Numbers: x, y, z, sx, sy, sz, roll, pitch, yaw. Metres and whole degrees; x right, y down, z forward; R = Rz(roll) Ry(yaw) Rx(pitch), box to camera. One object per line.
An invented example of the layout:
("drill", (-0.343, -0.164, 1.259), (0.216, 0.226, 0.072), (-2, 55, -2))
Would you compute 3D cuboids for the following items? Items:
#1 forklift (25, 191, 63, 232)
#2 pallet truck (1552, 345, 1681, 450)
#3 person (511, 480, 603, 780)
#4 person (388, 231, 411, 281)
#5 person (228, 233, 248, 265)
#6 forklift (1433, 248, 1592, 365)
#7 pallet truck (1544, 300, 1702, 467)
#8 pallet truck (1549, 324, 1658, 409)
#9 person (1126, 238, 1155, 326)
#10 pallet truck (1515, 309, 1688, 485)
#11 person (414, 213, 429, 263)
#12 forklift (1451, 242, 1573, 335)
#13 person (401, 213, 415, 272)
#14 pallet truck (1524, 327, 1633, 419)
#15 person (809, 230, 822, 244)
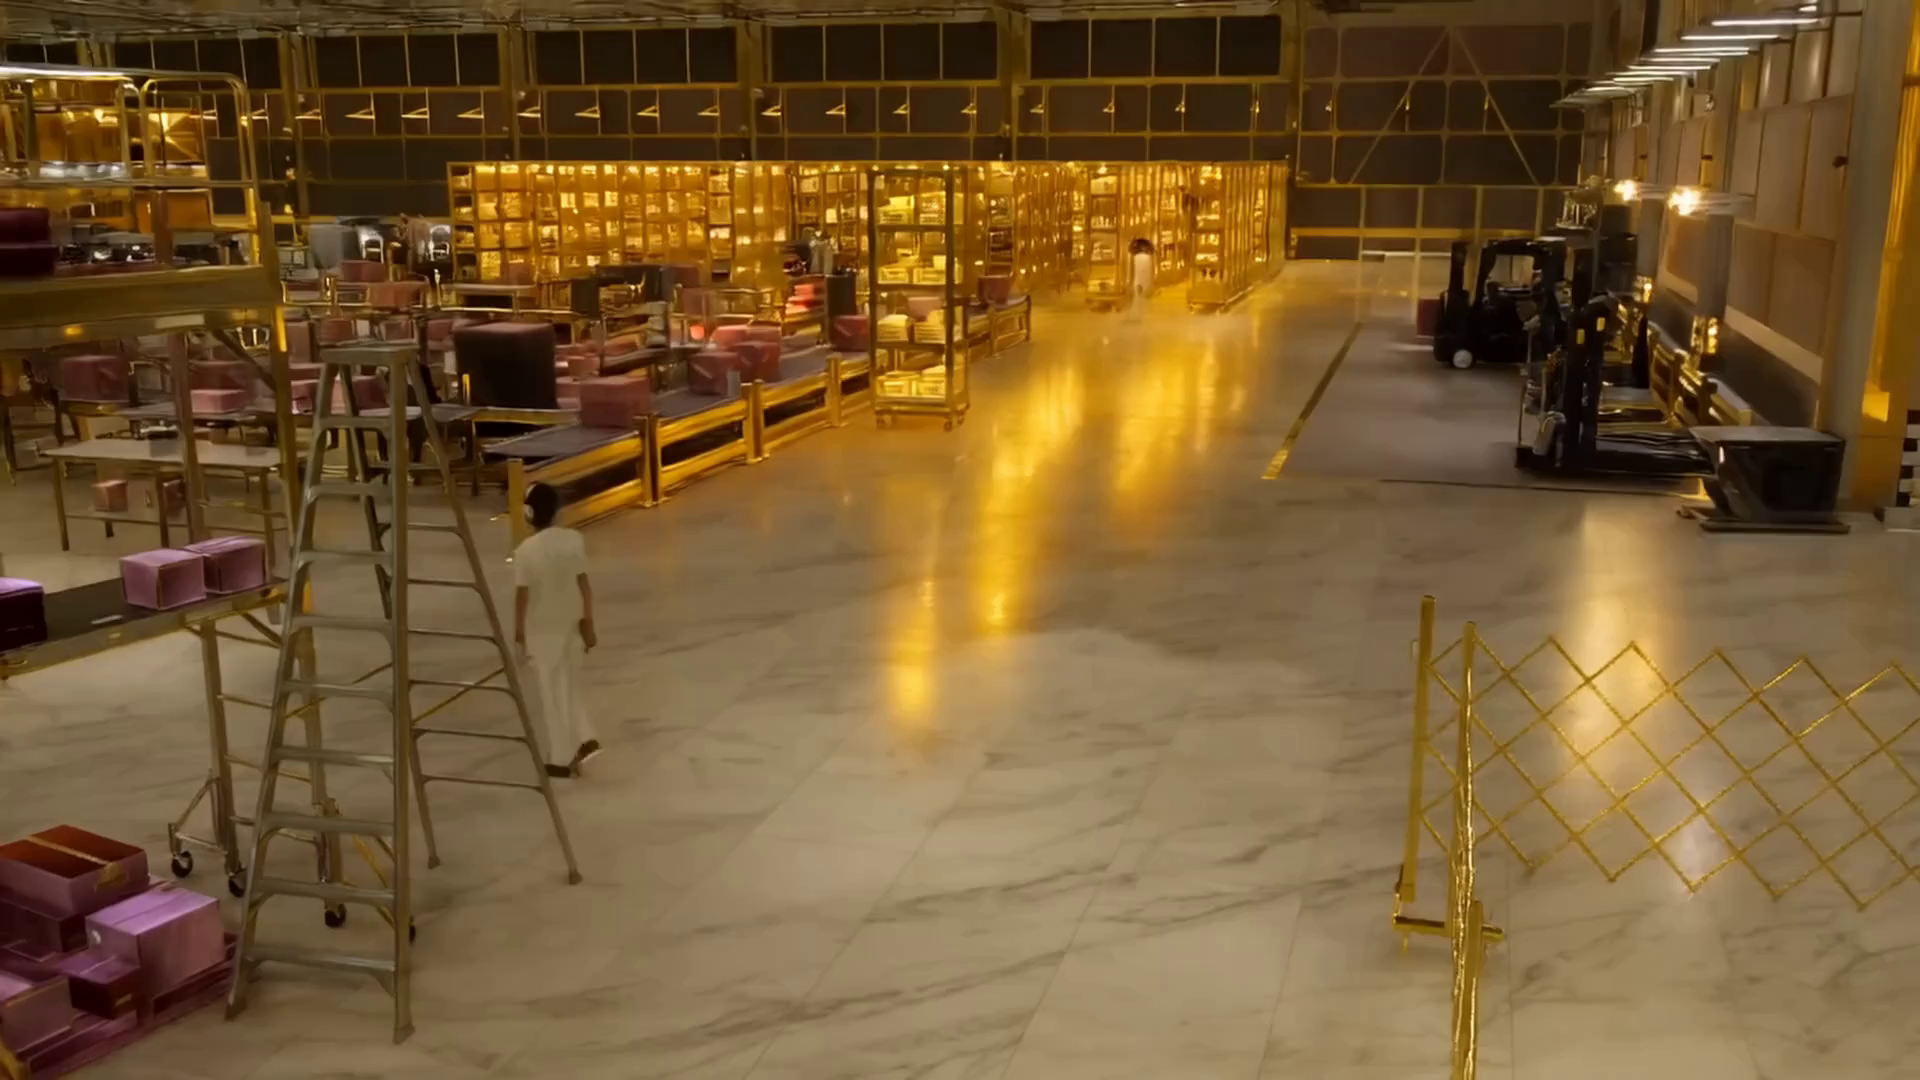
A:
("forklift", (-26.923, -8.972, 49.029), (1.873, 2.768, 1.129), (4, 14, 16))
("pallet truck", (8.641, -1.896, 21.908), (1.630, 1.274, 0.653), (4, 14, 16))
("person", (-2.482, 0.555, 10.107), (0.374, 1.859, 0.507), (8, 15, 32))
("person", (-14.509, -7.075, 43.092), (0.566, 1.846, 0.389), (-1, 13, -6))
("person", (-19.201, -7.367, 44.370), (0.588, 1.837, 0.403), (6, 14, 25))
("forklift", (9.780, -4.111, 29.280), (2.680, 1.987, 1.157), (3, 13, 14))
("pallet truck", (8.263, -1.952, 20.631), (1.885, 1.965, 0.823), (5, 14, 20))
("pallet truck", (9.824, -2.669, 25.407), (1.601, 1.201, 0.680), (4, 14, 16))
("person", (4.079, -5.784, 37.256), (0.735, 1.966, 0.640), (-6, 14, -23))
("pallet truck", (7.554, -1.677, 19.446), (1.885, 1.965, 0.823), (3, 13, 14))
("person", (-19.147, -10.733, 59.141), (0.485, 1.735, 0.346), (-9, 16, -33))
("forklift", (10.464, -4.597, 31.405), (2.680, 1.987, 1.157), (4, 14, 16))
("person", (-18.160, -9.782, 54.649), (0.409, 1.907, 0.651), (0, 13, 0))
("pallet truck", (9.065, -2.460, 24.370), (1.522, 1.261, 0.704), (3, 13, 14))
("person", (-3.840, -7.545, 45.267), (0.617, 1.787, 0.942), (3, 13, 11))
